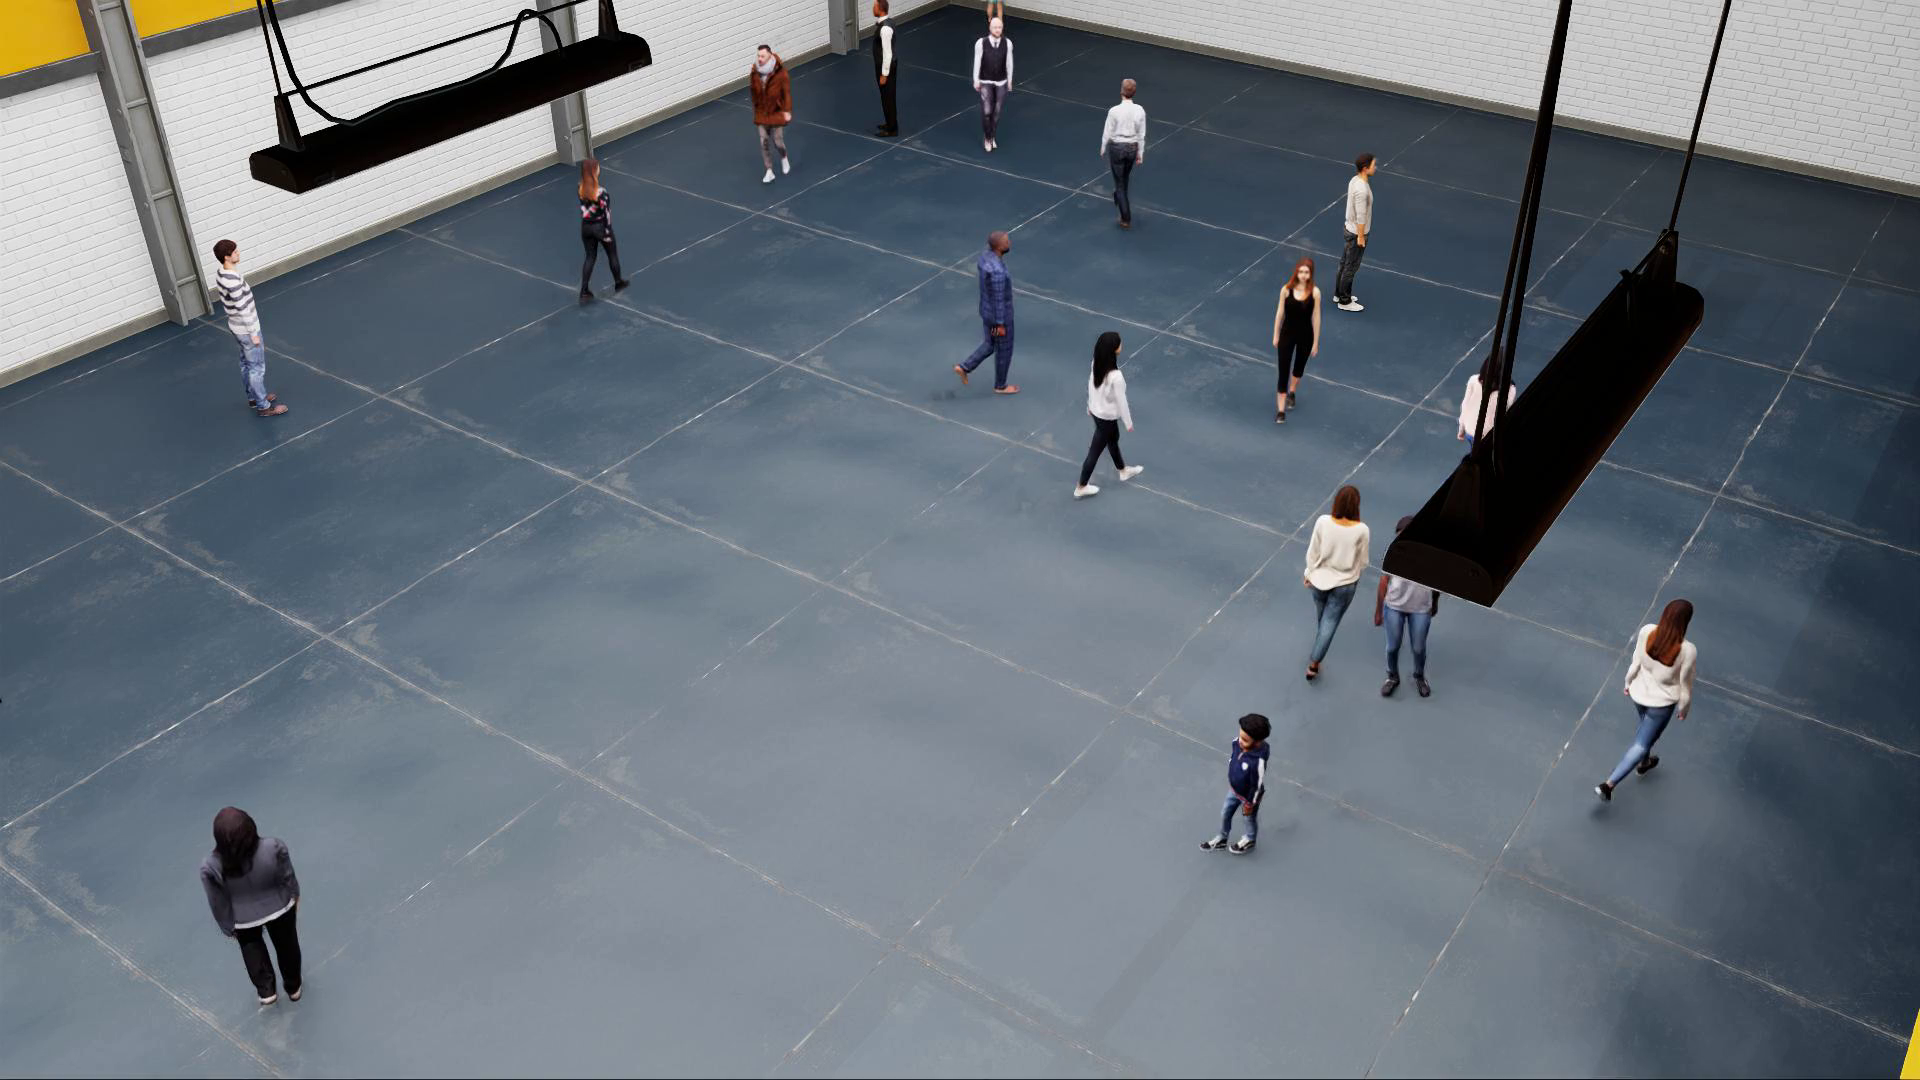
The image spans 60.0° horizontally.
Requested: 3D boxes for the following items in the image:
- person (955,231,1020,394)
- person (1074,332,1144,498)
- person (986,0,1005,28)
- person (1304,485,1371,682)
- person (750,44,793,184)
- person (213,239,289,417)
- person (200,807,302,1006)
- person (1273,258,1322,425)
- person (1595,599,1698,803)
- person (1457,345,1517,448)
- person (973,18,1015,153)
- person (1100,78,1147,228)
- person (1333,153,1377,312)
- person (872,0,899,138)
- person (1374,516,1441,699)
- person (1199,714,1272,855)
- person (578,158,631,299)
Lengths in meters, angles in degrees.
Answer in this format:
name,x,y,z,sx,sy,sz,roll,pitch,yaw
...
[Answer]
name,x,y,z,sx,sy,sz,roll,pitch,yaw
person,0.287,-2.282,16.914,1.052,1.806,0.973,-8,34,-12
person,1.254,-1.118,15.291,1.100,1.665,0.943,-13,36,-19
person,0.615,-9.087,27.403,0.930,1.529,1.022,-4,34,-5
person,2.912,0.379,13.060,0.685,1.642,1.067,16,37,23
person,-2.479,-5.644,21.961,0.860,1.818,0.930,7,34,11
person,-7.173,-2.133,16.646,0.645,1.855,0.707,-23,40,-30
person,-4.303,2.296,10.224,0.804,1.587,0.873,-14,36,-20
person,3.383,-2.049,16.668,0.885,1.691,1.163,6,34,9
person,4.904,1.169,11.853,1.173,1.662,0.875,-22,39,-29
person,4.630,-0.872,14.867,1.245,1.724,0.854,-27,42,-34
person,0.437,-6.326,22.996,0.855,1.808,0.919,-7,34,-11
person,2.052,-4.790,20.723,1.199,1.767,1.204,-8,34,-12
person,4.442,-3.481,18.713,0.791,1.812,0.680,1,34,2
person,-1.033,-6.638,23.368,0.845,1.917,0.729,1,34,1
person,3.473,0.515,12.813,0.772,1.688,0.749,1,34,1
person,2.023,1.682,11.486,0.747,1.213,0.677,-15,36,-21
person,-4.182,-3.511,18.894,0.681,1.661,0.988,15,36,21
